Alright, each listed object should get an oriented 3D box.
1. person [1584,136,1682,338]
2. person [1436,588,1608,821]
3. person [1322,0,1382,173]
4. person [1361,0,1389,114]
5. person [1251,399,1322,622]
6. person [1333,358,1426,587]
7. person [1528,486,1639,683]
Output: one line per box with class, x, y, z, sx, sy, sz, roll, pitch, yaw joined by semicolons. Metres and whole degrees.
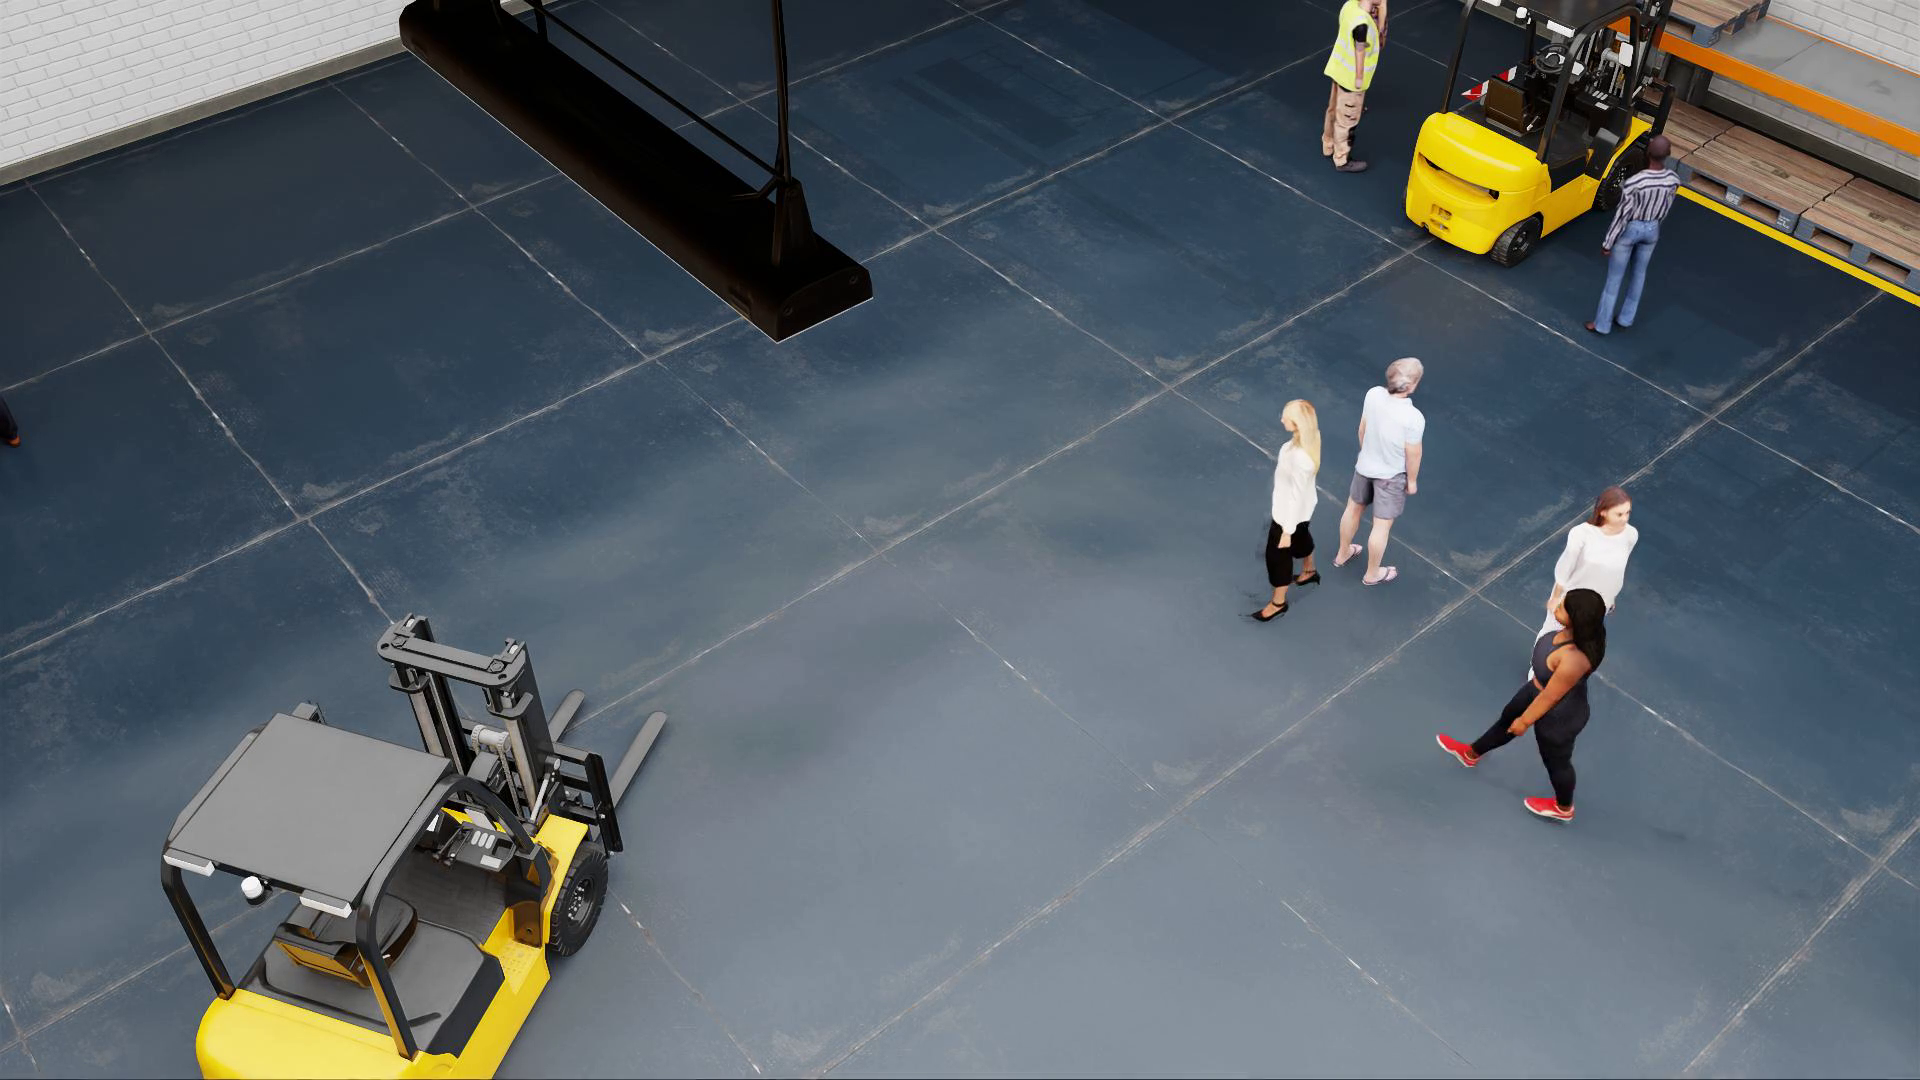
person;5.390;-2.404;13.277;0.702;1.795;0.695;-8;44;-8
person;3.573;1.004;9.716;1.243;1.772;1.015;17;46;17
person;3.596;-4.276;15.205;0.905;1.845;0.829;-5;44;-5
person;3.924;-4.951;15.966;0.817;1.774;0.718;-15;46;-15
person;2.180;-0.189;10.918;0.921;1.841;0.895;10;44;10
person;2.836;-0.465;11.217;0.710;1.829;0.483;-29;51;-27
person;3.932;0.327;10.489;0.689;1.687;0.719;-3;44;-3
